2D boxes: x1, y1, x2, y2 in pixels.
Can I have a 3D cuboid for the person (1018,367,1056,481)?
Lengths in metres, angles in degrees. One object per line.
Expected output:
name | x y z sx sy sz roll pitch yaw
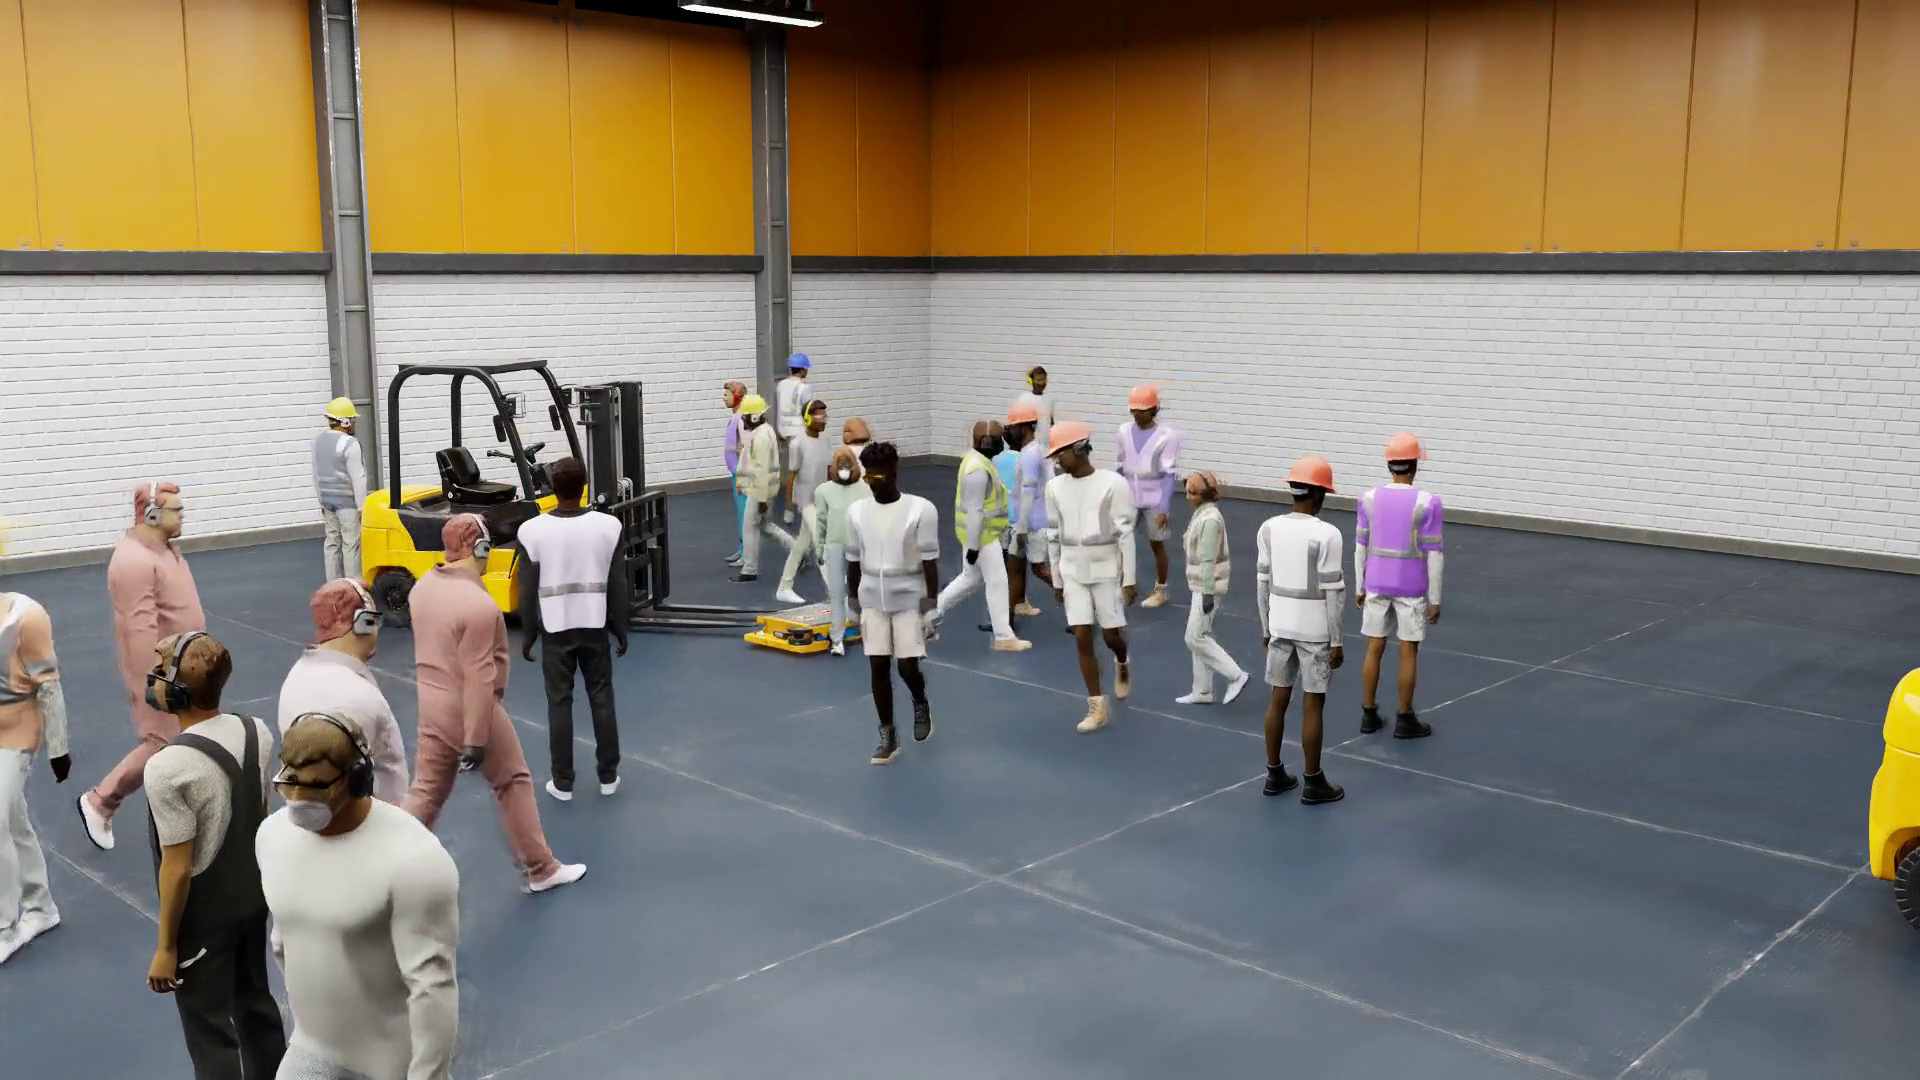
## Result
person | 0.930 -1.041 18.923 0.568 1.828 0.870 -4 10 -24

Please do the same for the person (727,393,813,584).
person | -1.794 -0.475 15.547 0.727 1.806 0.588 0 9 -1

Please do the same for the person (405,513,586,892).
person | -2.292 0.795 7.669 0.620 1.849 0.987 8 12 41

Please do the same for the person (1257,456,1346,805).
person | 1.904 0.496 9.215 0.369 1.929 0.542 -9 13 -44

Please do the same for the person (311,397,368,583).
person | -5.406 -0.337 14.613 0.600 1.830 0.403 6 11 32

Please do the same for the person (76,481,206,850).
person | -4.070 0.642 8.438 0.735 1.887 0.679 -1 9 -8

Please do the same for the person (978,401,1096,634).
person | 0.636 -0.169 13.417 0.912 1.900 0.565 1 9 3

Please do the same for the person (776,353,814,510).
person | -1.954 -1.329 20.401 0.517 1.925 0.639 -8 12 -40

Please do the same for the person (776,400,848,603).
person | -1.256 -0.312 14.509 0.957 1.823 0.517 5 10 28

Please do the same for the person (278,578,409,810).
person | -2.147 1.077 5.831 0.436 1.877 0.678 -8 12 -41

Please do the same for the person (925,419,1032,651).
person | 0.088 -0.034 12.846 0.860 1.814 0.641 0 9 -2

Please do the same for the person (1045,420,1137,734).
person | 0.867 0.213 10.773 0.667 1.984 0.773 4 10 25

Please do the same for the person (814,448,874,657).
person | -0.861 0.079 12.819 0.507 1.576 0.859 -1 9 -6

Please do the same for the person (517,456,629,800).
person | -2.137 0.494 9.257 0.596 1.916 0.372 -4 10 -21

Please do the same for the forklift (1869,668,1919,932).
forklift | 5.205 0.723 7.013 2.313 2.155 1.214 9 13 43

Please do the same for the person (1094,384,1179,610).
person | 1.528 -0.327 14.102 0.626 1.975 1.080 6 11 34

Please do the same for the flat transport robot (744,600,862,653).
flat transport robot | -0.973 0.655 13.306 0.652 0.197 1.431 8 12 41

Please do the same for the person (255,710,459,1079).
person | -1.525 1.325 4.320 0.657 1.876 1.071 4 10 22

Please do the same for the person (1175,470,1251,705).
person | 1.675 0.330 11.160 0.405 1.621 0.533 0 9 1

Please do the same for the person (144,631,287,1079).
person | -2.351 1.188 5.229 0.345 1.847 0.507 2 9 11

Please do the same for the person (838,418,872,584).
person | -0.973 -0.318 15.224 0.793 1.594 0.503 8 12 41

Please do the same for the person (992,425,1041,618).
person | 0.471 -0.192 14.132 0.316 1.700 0.541 -7 12 -38

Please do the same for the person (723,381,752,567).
person | -2.152 -0.652 16.502 0.392 1.846 0.564 -2 9 -12

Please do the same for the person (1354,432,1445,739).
person | 2.759 0.293 10.462 0.575 1.928 0.365 6 11 33

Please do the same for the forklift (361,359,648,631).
forklift | -3.850 -0.407 13.936 2.313 2.155 1.214 2 9 11

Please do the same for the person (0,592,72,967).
person | -4.153 0.863 7.026 0.600 1.897 0.741 3 10 16

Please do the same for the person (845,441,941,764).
person | -0.387 0.362 9.986 0.633 1.942 0.490 3 10 20
